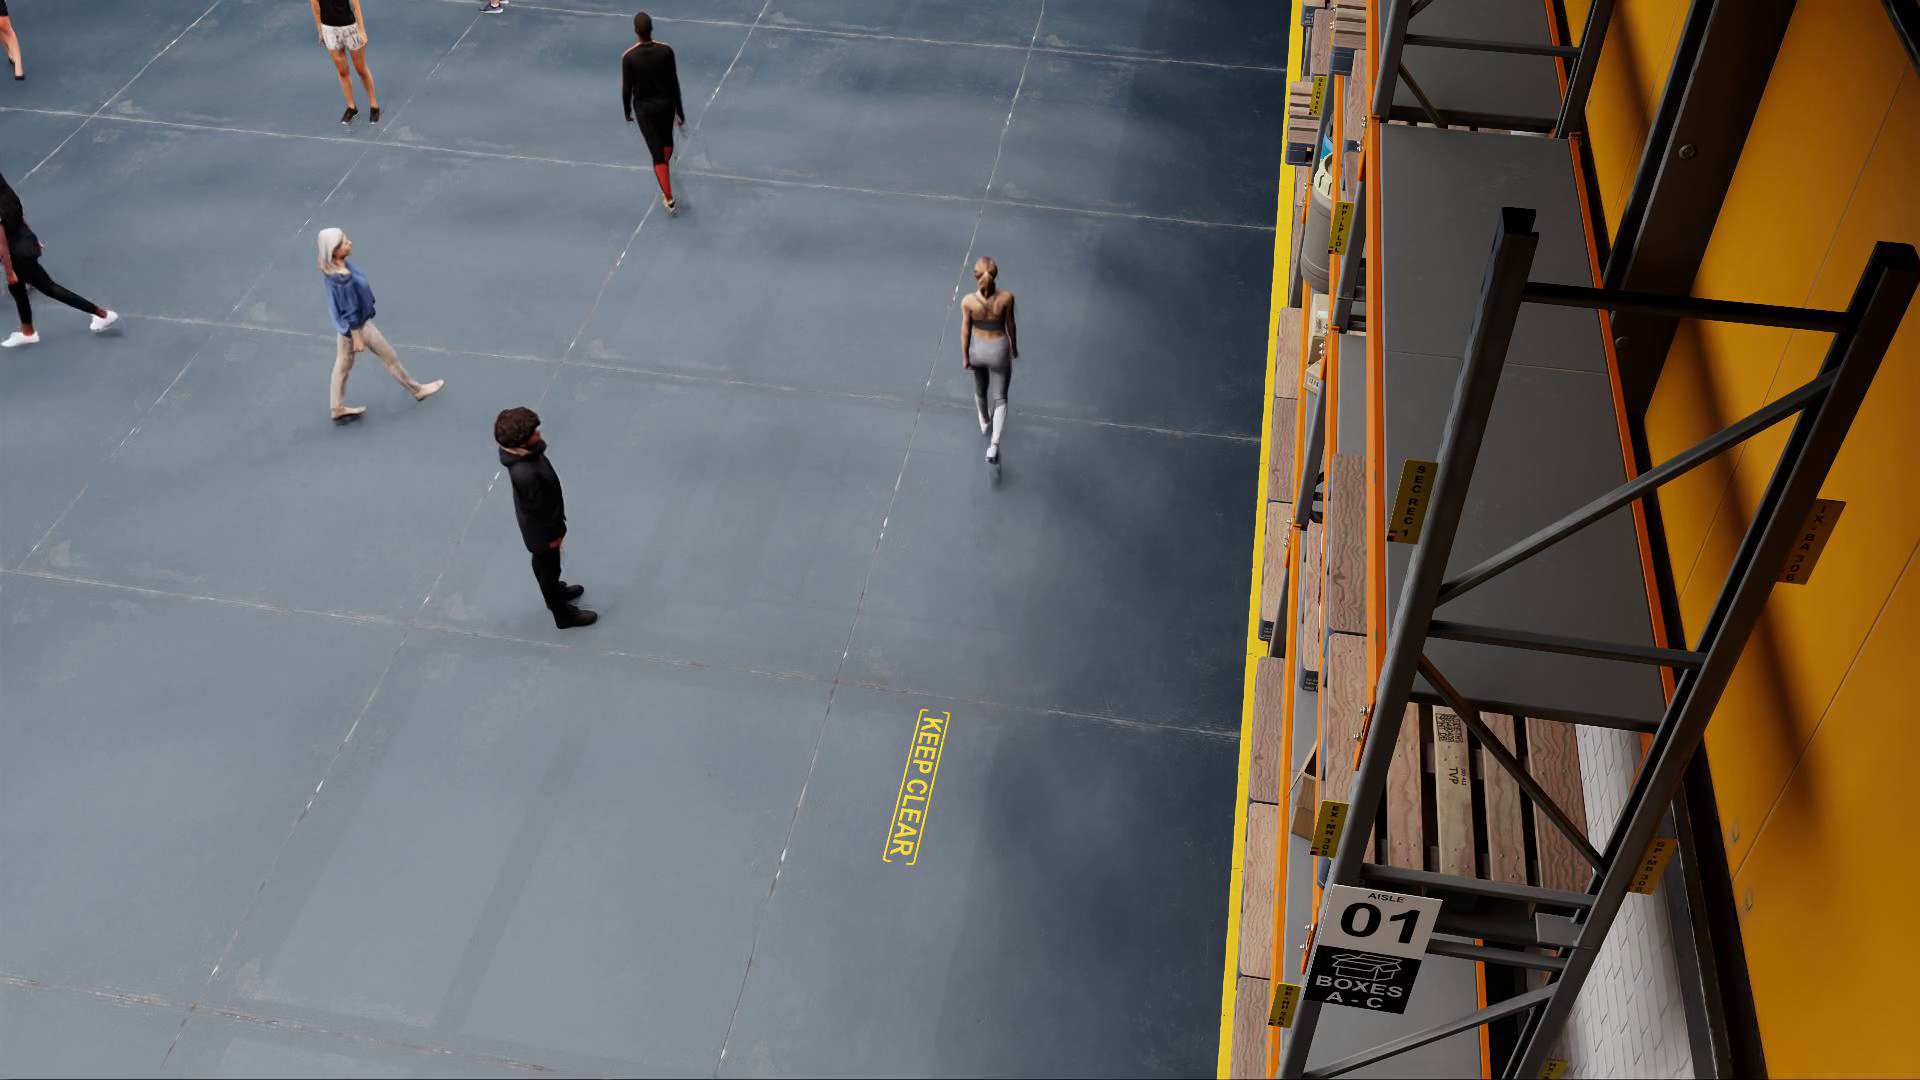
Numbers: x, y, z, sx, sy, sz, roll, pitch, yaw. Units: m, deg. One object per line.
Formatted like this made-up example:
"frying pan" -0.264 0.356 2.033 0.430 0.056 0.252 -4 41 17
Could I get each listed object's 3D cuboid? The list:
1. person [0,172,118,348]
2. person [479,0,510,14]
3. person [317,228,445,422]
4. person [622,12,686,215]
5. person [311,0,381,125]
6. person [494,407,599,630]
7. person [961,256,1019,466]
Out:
"person" -7.358 -2.272 13.212 1.082 1.707 1.181 -12 45 -12
"person" -5.079 -6.445 17.607 0.647 1.698 0.513 9 44 9
"person" -4.641 -1.576 12.532 1.139 1.648 1.119 -22 48 -22
"person" -2.680 -3.739 14.710 1.030 1.766 1.245 -14 45 -14
"person" -5.889 -4.870 15.840 0.645 1.844 0.552 1 44 1
"person" -2.766 -0.143 10.924 0.790 1.781 0.704 -16 46 -16
"person" 0.228 -1.308 12.214 0.643 1.688 1.050 2 44 2
